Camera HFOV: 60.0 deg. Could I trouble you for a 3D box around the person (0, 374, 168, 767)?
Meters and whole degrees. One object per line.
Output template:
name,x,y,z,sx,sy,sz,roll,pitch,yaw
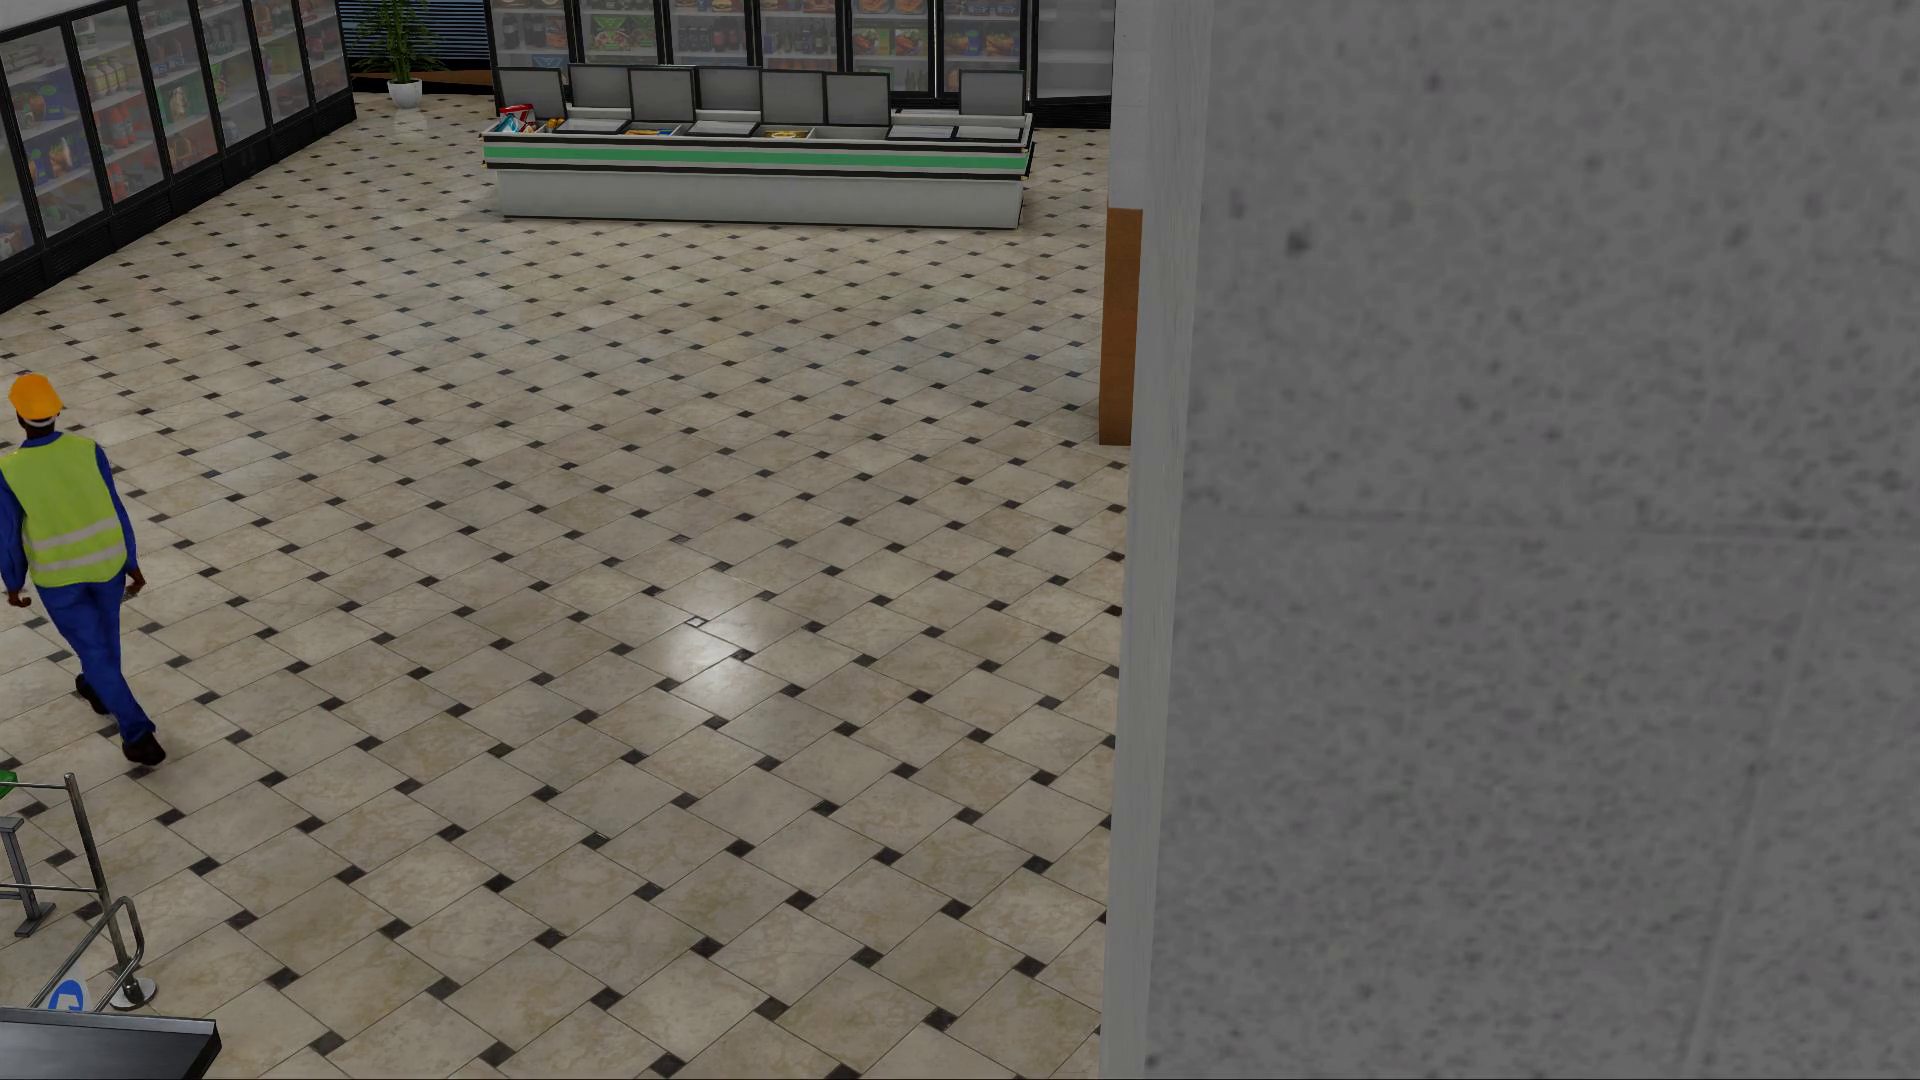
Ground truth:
person,-3.816,0.179,7.248,1.288,1.772,1.141,23,35,37
